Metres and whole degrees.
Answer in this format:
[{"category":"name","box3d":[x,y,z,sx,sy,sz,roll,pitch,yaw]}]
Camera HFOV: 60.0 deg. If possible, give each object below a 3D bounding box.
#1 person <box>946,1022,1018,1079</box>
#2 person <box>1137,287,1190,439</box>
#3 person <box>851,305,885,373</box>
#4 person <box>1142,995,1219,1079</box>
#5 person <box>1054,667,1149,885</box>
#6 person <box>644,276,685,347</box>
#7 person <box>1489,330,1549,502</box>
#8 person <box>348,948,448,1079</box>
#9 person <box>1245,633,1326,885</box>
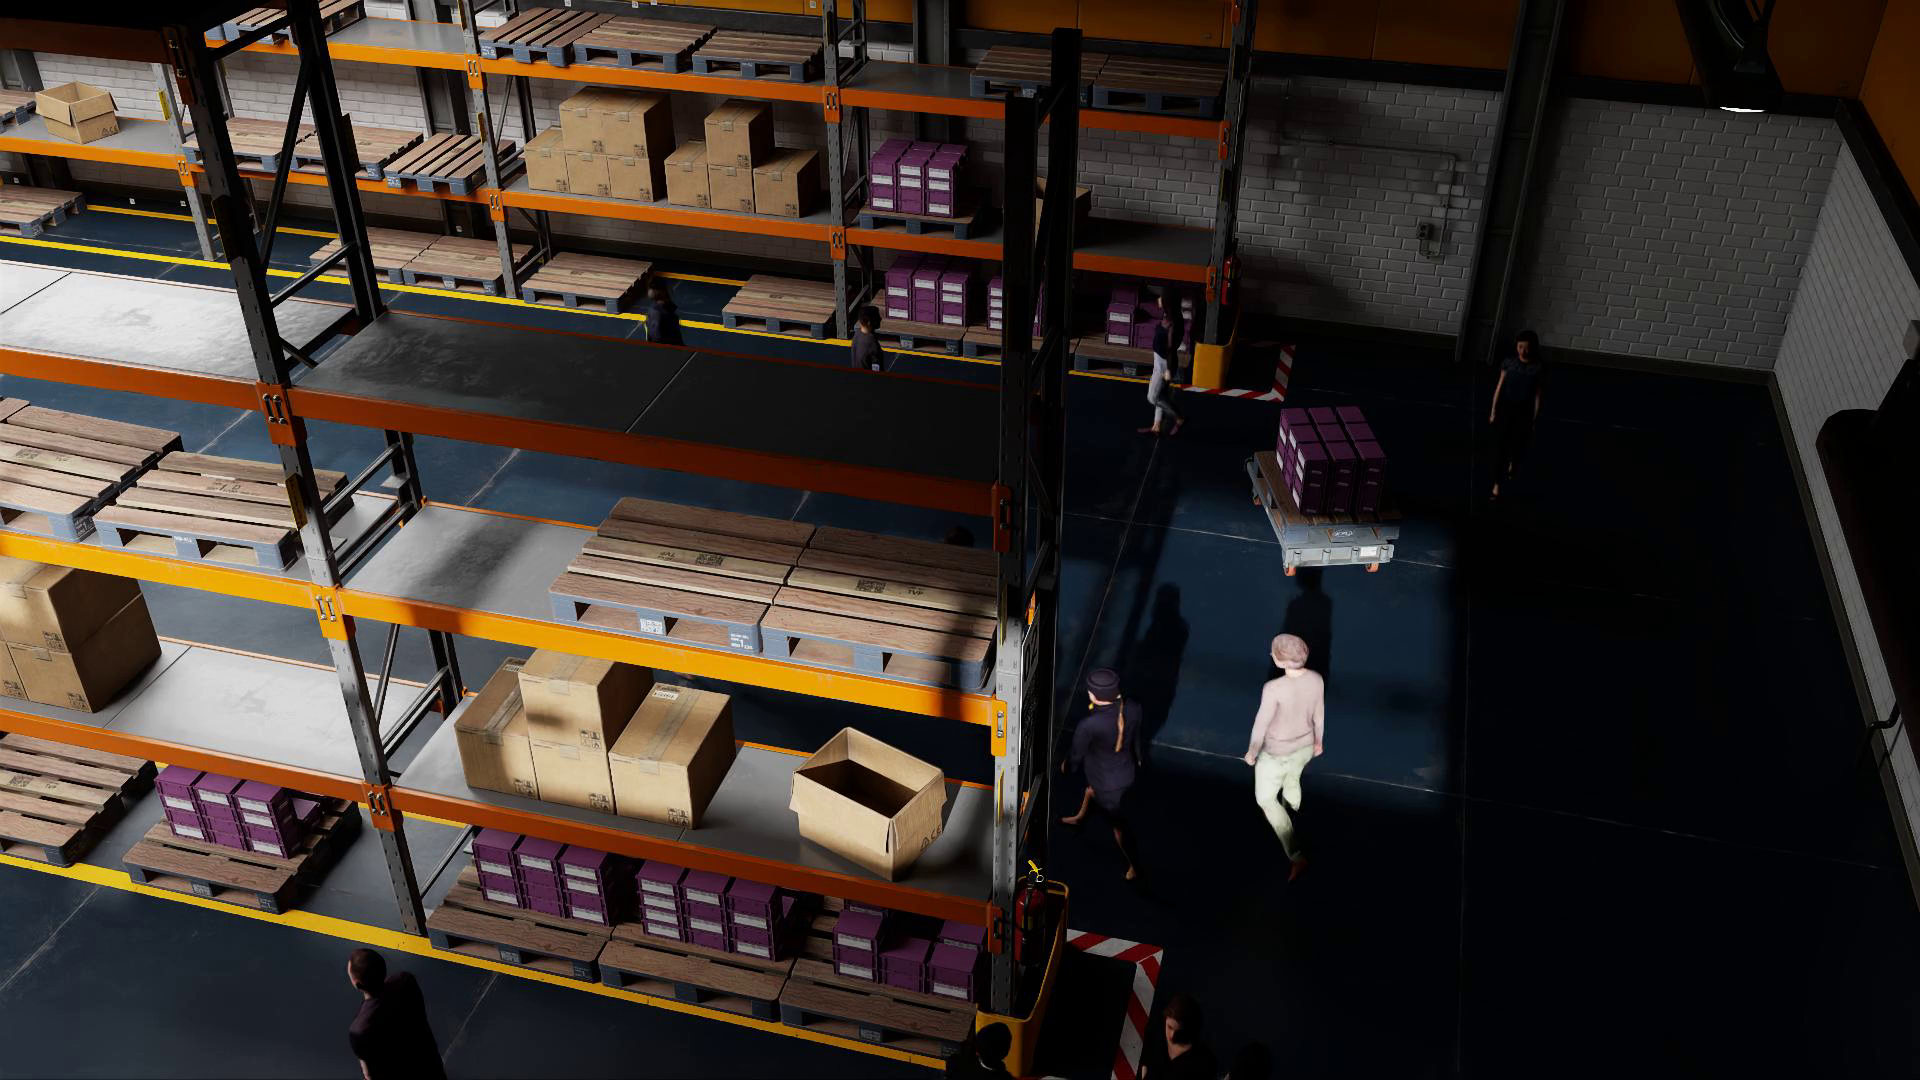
[{"category":"person","box3d":[0.122,3.207,8.519,1.210,1.746,1.052,21,39,28]},{"category":"person","box3d":[2.029,-1.678,15.997,0.754,1.602,0.655,4,34,6]},{"category":"person","box3d":[-0.845,-1.359,15.373,0.749,1.763,0.705,-15,36,-21]},{"category":"person","box3d":[1.178,2.972,8.931,0.861,1.681,0.817,21,39,28]},{"category":"person","box3d":[1.032,1.620,11.024,1.053,1.615,1.231,-27,42,-34]},{"category":"person","box3d":[-2.751,-1.609,15.658,0.836,1.865,0.877,3,34,5]},{"category":"person","box3d":[5.062,-1.154,15.099,0.685,1.724,0.714,16,37,22]},{"category":"person","box3d":[-2.914,2.891,8.934,0.990,1.813,0.784,15,37,22]},{"category":"person","box3d":[2.193,1.459,11.055,1.080,1.849,1.143,-14,36,-21]}]
